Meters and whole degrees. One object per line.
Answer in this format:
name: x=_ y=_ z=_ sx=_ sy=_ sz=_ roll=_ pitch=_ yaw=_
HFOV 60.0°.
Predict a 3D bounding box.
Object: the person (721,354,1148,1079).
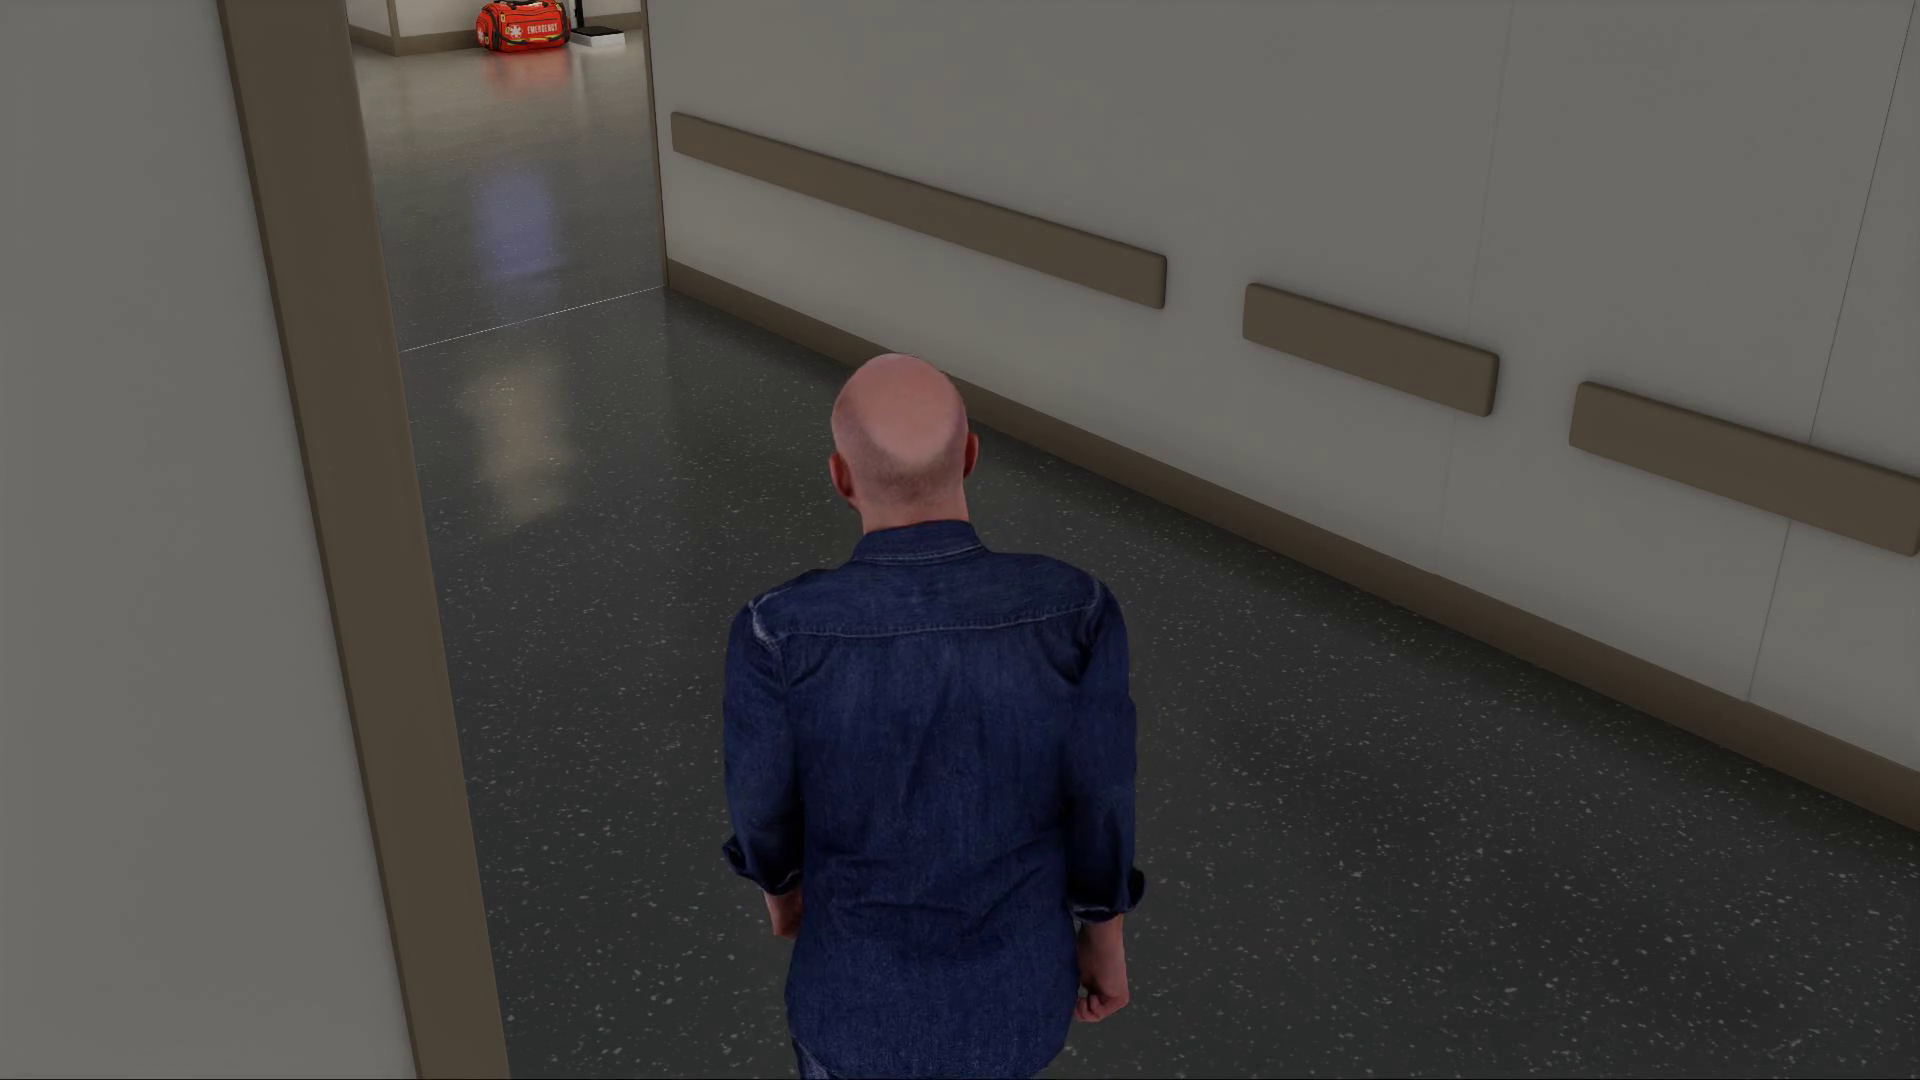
person: x=-0.016 y=0.676 z=2.254 sx=1.051 sy=1.794 sz=0.992 roll=-7 pitch=27 yaw=-15
